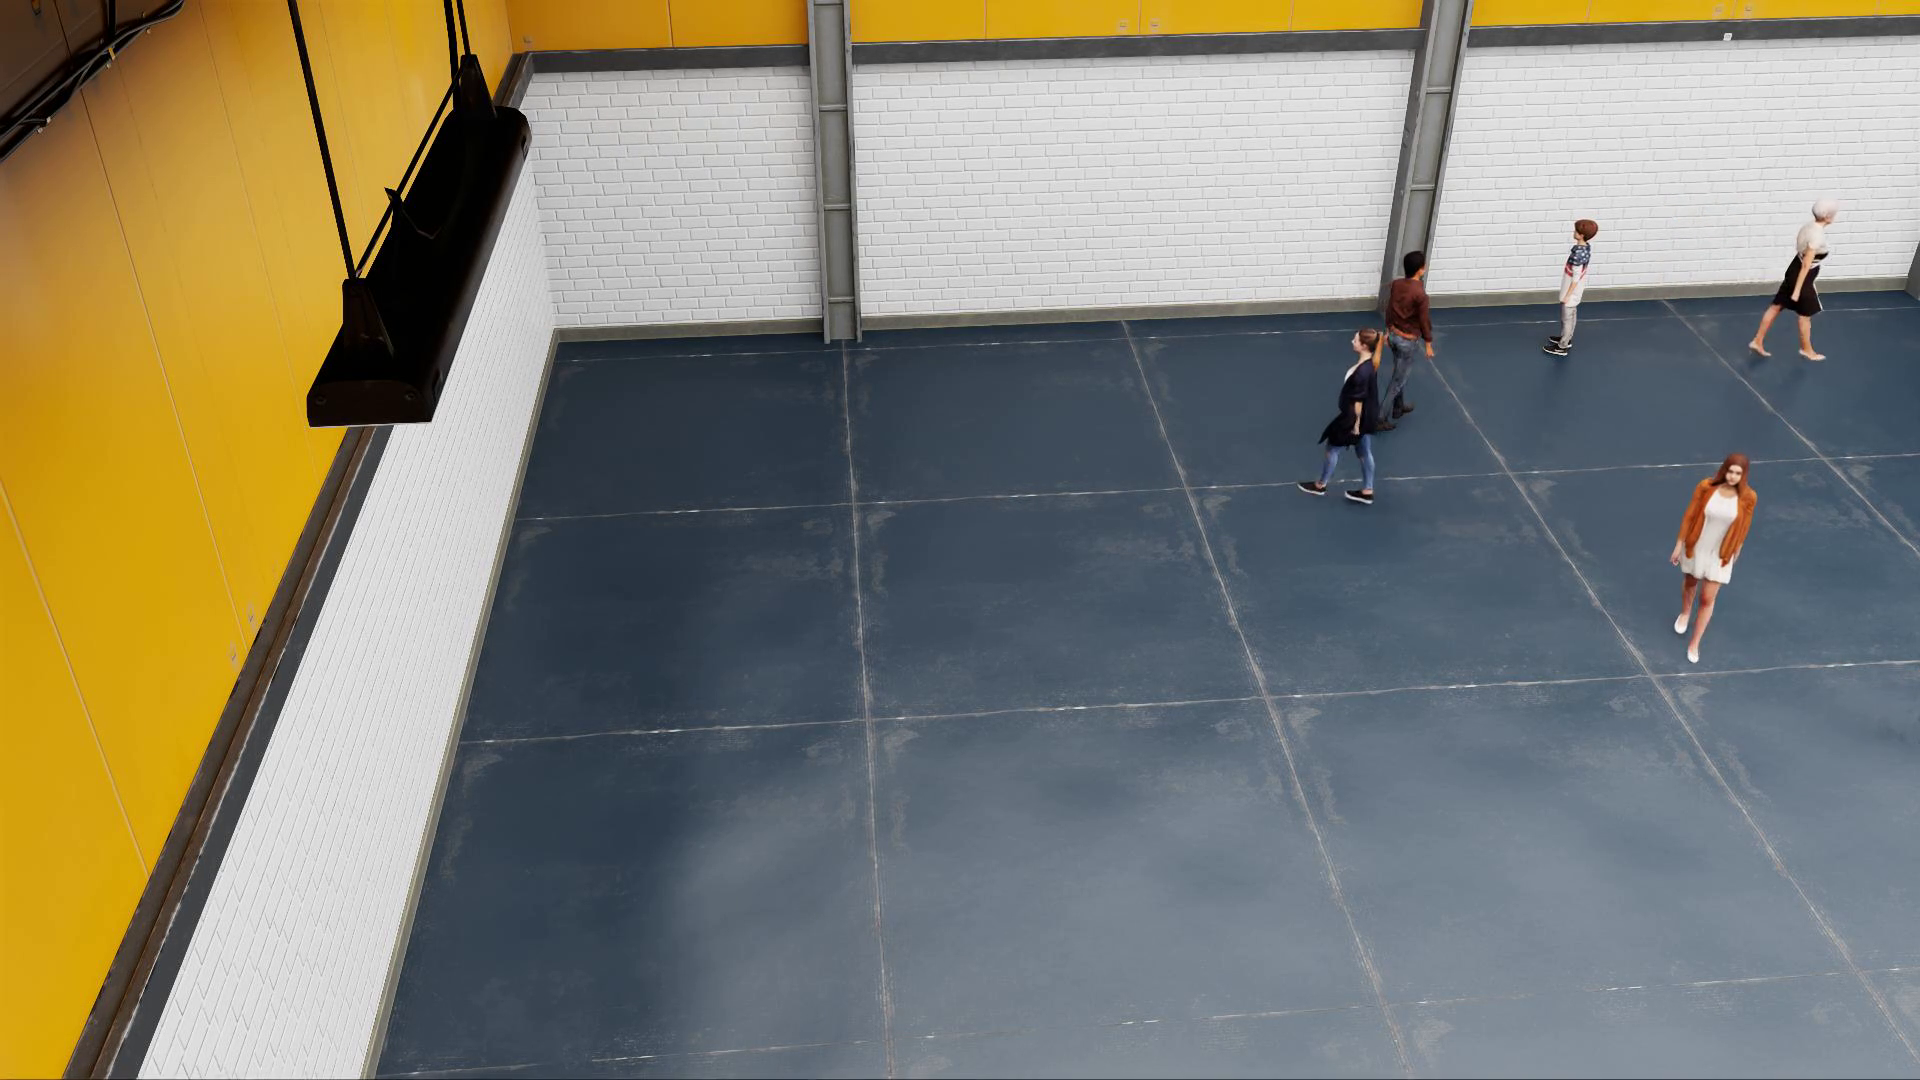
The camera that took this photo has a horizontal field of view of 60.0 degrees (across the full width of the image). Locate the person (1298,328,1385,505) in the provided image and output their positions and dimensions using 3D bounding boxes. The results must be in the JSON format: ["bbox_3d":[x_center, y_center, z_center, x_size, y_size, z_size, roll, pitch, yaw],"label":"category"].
[{"bbox_3d":[3.521,-1.029,14.348,1.013,1.660,0.893,15,36,21],"label":"person"}]

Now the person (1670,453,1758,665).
[{"bbox_3d":[5.736,0.022,12.739,0.992,1.691,0.985,18,38,25],"label":"person"}]

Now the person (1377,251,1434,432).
[{"bbox_3d":[4.092,-1.827,15.448,0.952,1.771,0.824,-15,37,-22],"label":"person"}]

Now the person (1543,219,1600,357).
[{"bbox_3d":[6.232,-2.581,16.885,0.639,1.438,0.598,20,38,27],"label":"person"}]

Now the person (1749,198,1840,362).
[{"bbox_3d":[8.286,-2.581,16.628,1.046,1.721,0.827,6,34,9],"label":"person"}]
